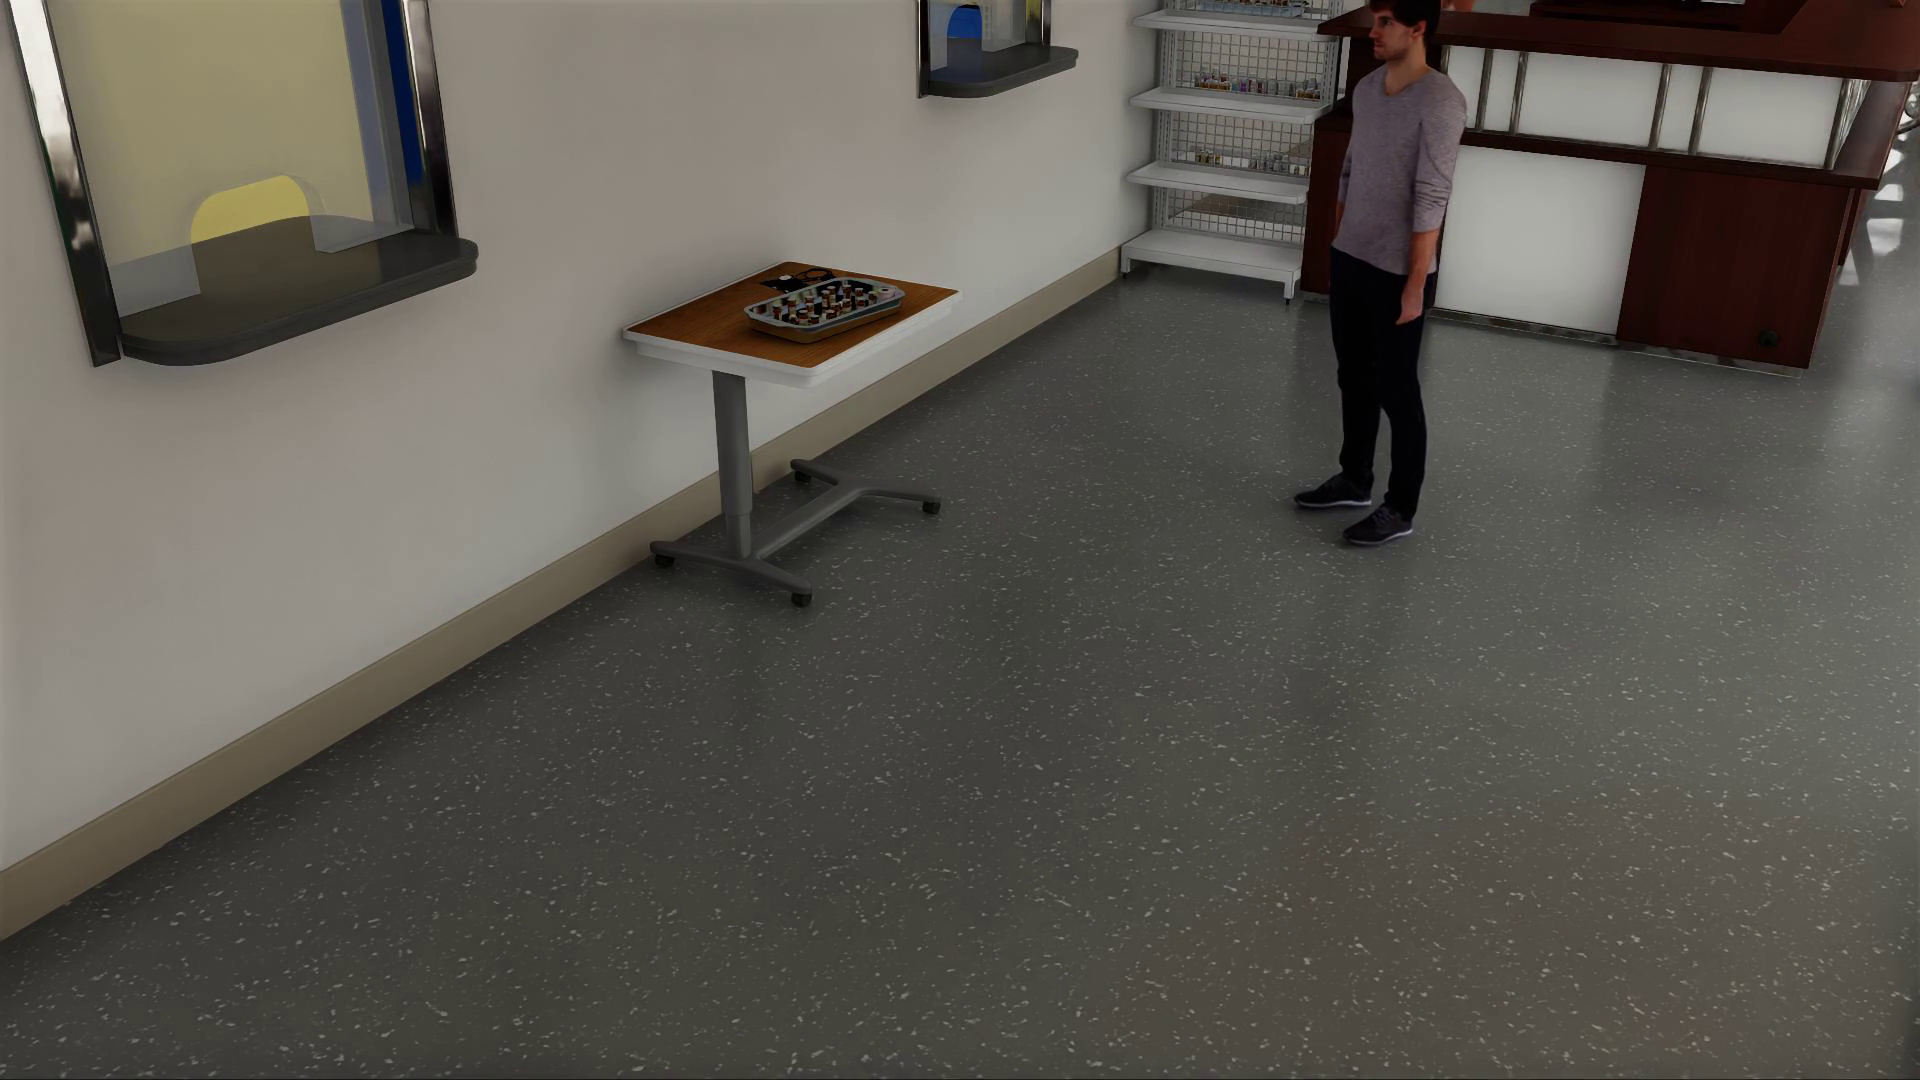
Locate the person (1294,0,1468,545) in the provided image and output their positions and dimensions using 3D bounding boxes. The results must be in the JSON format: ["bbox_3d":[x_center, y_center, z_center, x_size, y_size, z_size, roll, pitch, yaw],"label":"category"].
[{"bbox_3d":[1.408,-0.902,5.469,0.783,1.841,0.684,-10,28,-20],"label":"person"}]
